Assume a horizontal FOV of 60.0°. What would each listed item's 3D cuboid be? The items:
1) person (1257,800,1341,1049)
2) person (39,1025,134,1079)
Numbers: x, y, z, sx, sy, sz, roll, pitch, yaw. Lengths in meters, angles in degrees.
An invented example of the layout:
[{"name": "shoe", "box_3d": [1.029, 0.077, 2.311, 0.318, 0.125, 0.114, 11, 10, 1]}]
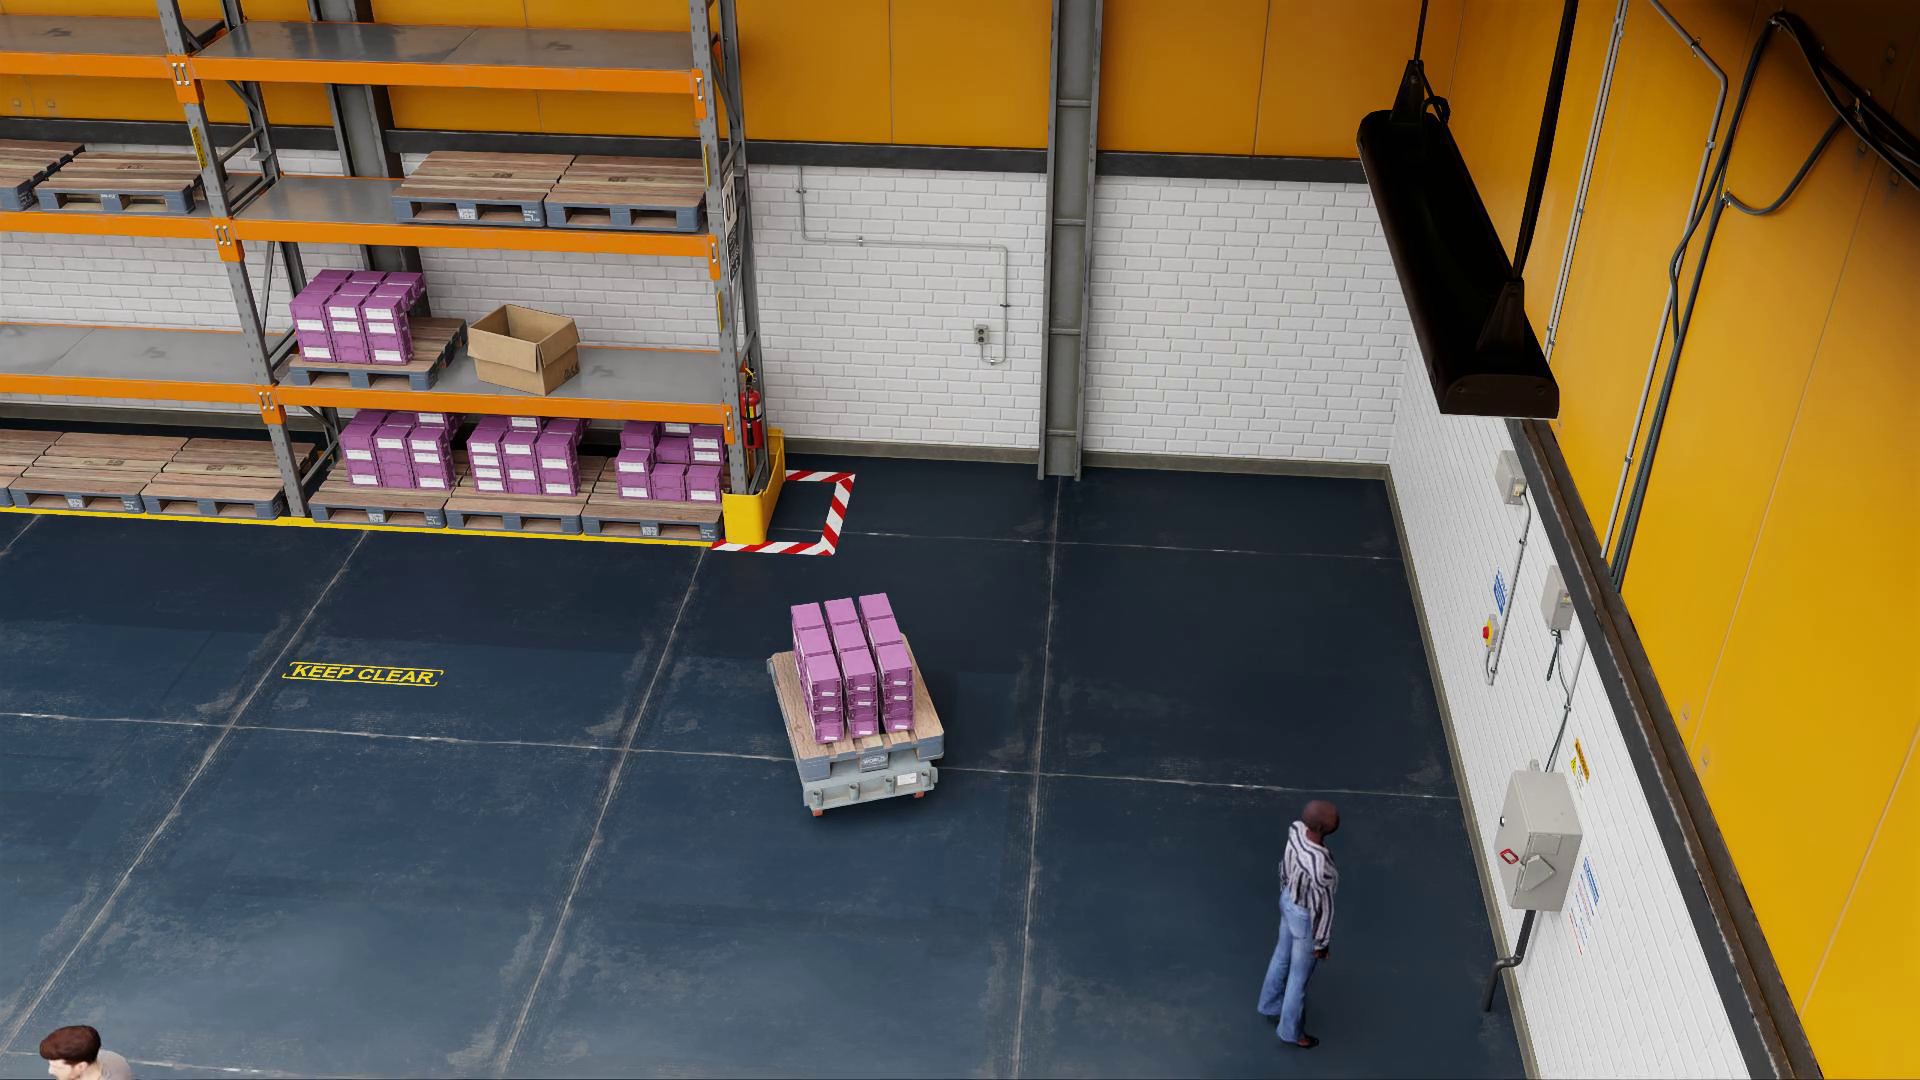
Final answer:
[{"name": "person", "box_3d": [1.952, 2.179, 9.527, 0.638, 1.795, 0.680, -7, 34, -10]}, {"name": "person", "box_3d": [-4.009, 3.032, 8.166, 1.187, 1.881, 1.073, -19, 38, -26]}]
